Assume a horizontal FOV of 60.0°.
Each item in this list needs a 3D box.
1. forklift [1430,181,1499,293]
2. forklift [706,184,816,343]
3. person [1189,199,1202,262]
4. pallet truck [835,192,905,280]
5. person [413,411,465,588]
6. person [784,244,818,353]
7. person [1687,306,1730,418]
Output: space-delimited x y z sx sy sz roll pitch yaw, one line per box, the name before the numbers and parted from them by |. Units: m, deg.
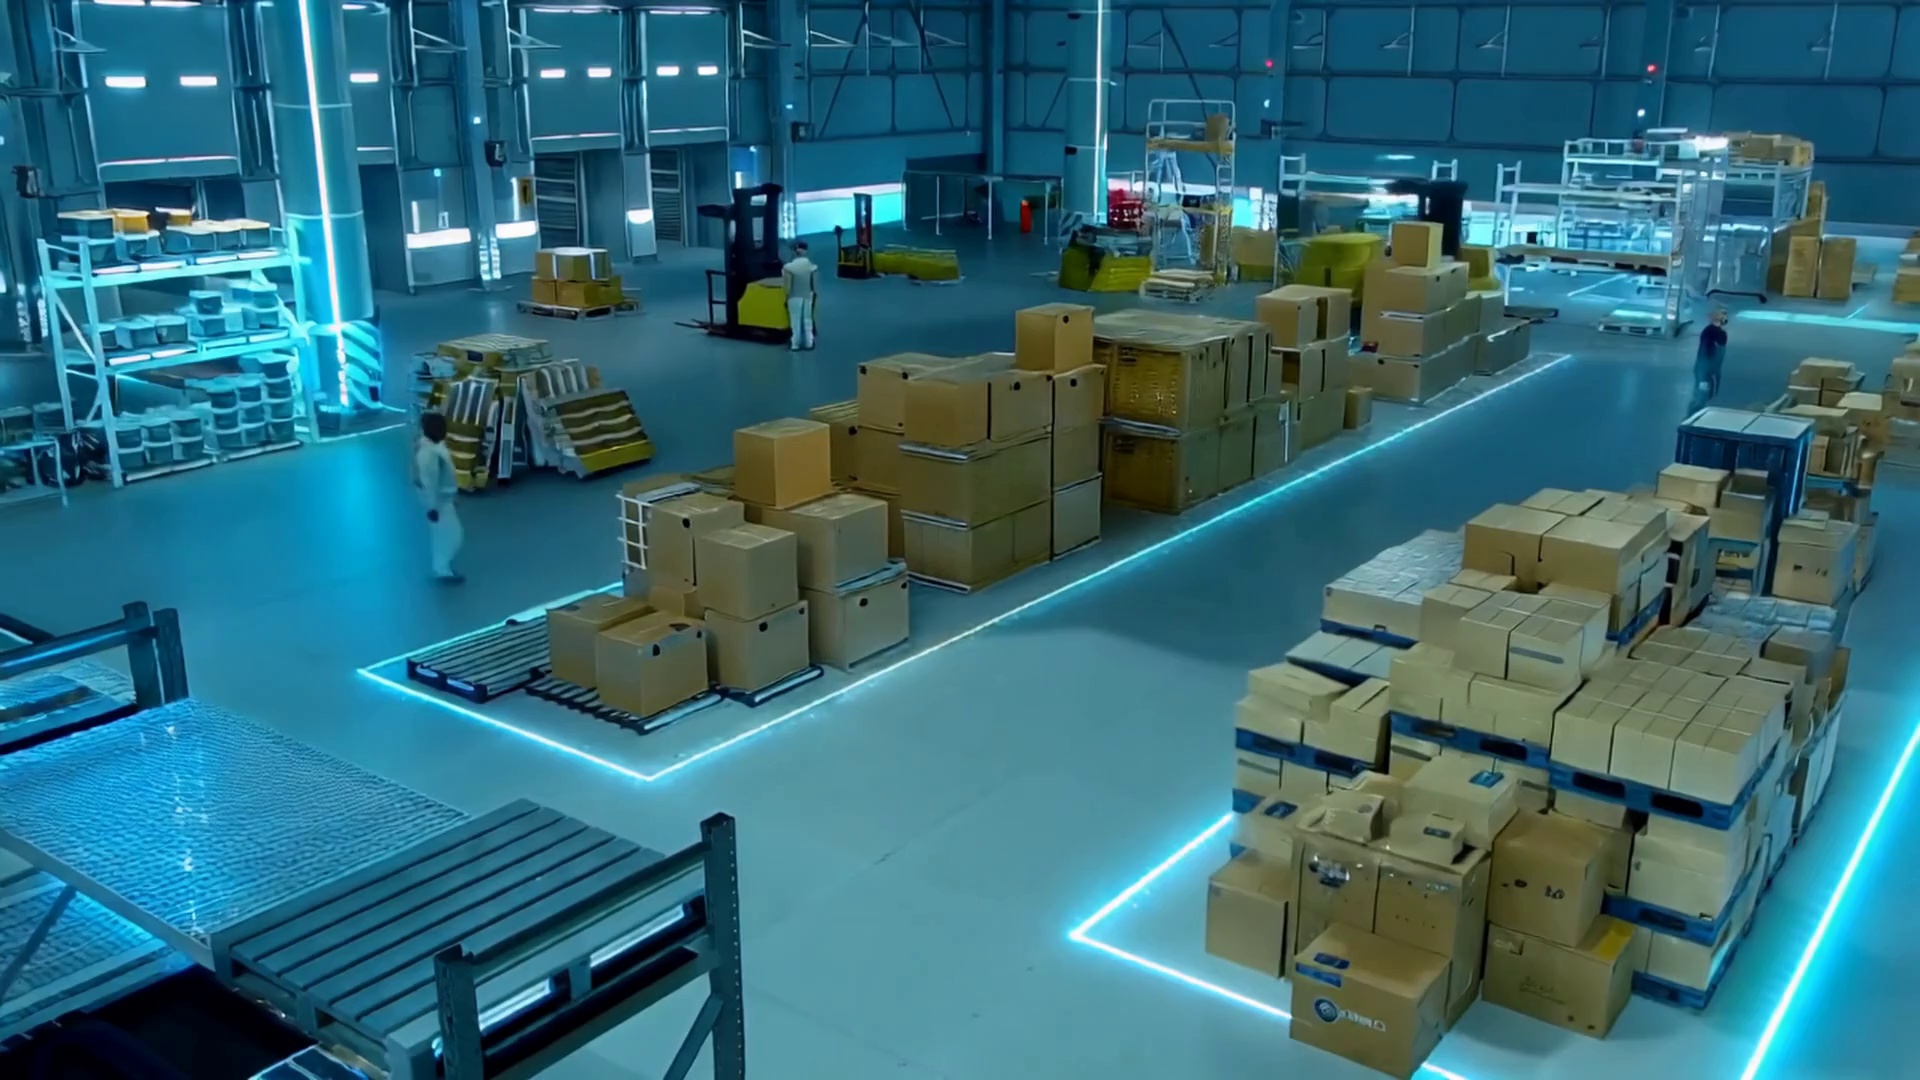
forklift | 9.159 -5.330 31.424 1.873 2.768 1.129 12 21 35
forklift | -3.717 -5.181 30.929 1.873 2.768 1.129 12 21 35
person | 5.724 -7.452 40.474 0.325 1.689 0.536 -2 17 -6
pallet truck | -1.936 -7.159 38.982 1.885 1.965 0.823 -12 21 -34
person | -5.270 -0.404 16.890 0.474 1.831 0.661 -3 17 -10
person | -2.832 -4.307 29.665 0.639 1.926 0.367 -8 19 -24
person | 10.322 -2.272 22.929 0.379 1.930 0.624 14 22 39
